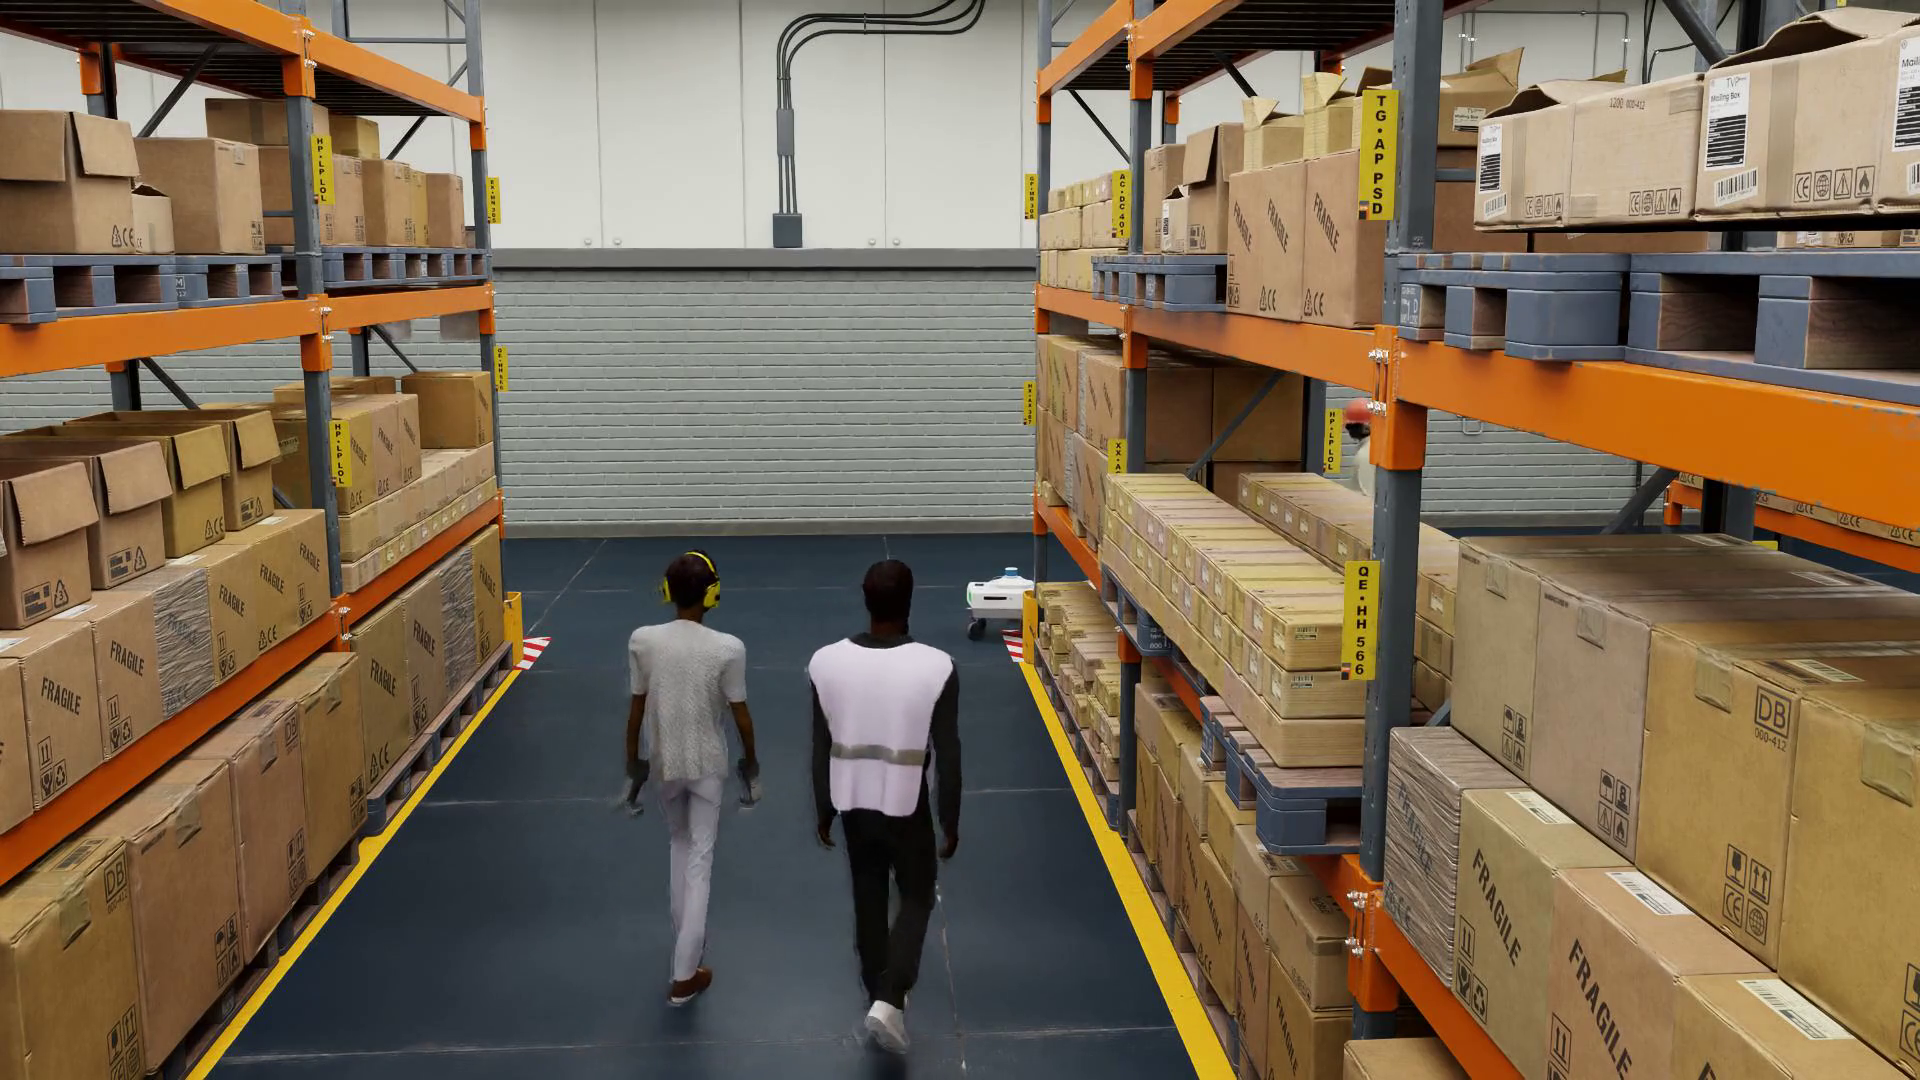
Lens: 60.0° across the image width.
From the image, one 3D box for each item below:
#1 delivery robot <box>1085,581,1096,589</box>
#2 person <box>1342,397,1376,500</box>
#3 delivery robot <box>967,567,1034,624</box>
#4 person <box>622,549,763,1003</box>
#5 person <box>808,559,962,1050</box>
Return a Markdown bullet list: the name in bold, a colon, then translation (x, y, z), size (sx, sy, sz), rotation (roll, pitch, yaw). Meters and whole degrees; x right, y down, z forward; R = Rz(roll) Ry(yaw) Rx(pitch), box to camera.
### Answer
- **delivery robot**: translation (1.082, 0.491, 13.143), size (0.707, 0.478, 0.477), rotation (-6, 11, -31)
- **person**: translation (3.173, -0.142, 13.011), size (0.448, 1.973, 0.687), rotation (5, 11, 28)
- **delivery robot**: translation (0.408, 0.464, 13.306), size (0.707, 0.478, 0.477), rotation (1, 10, 3)
- **person**: translation (-1.089, 0.945, 6.947), size (0.553, 1.843, 0.719), rotation (2, 10, 11)
- **person**: translation (-0.292, 1.022, 6.353), size (0.598, 1.901, 0.581), rotation (2, 10, 13)
